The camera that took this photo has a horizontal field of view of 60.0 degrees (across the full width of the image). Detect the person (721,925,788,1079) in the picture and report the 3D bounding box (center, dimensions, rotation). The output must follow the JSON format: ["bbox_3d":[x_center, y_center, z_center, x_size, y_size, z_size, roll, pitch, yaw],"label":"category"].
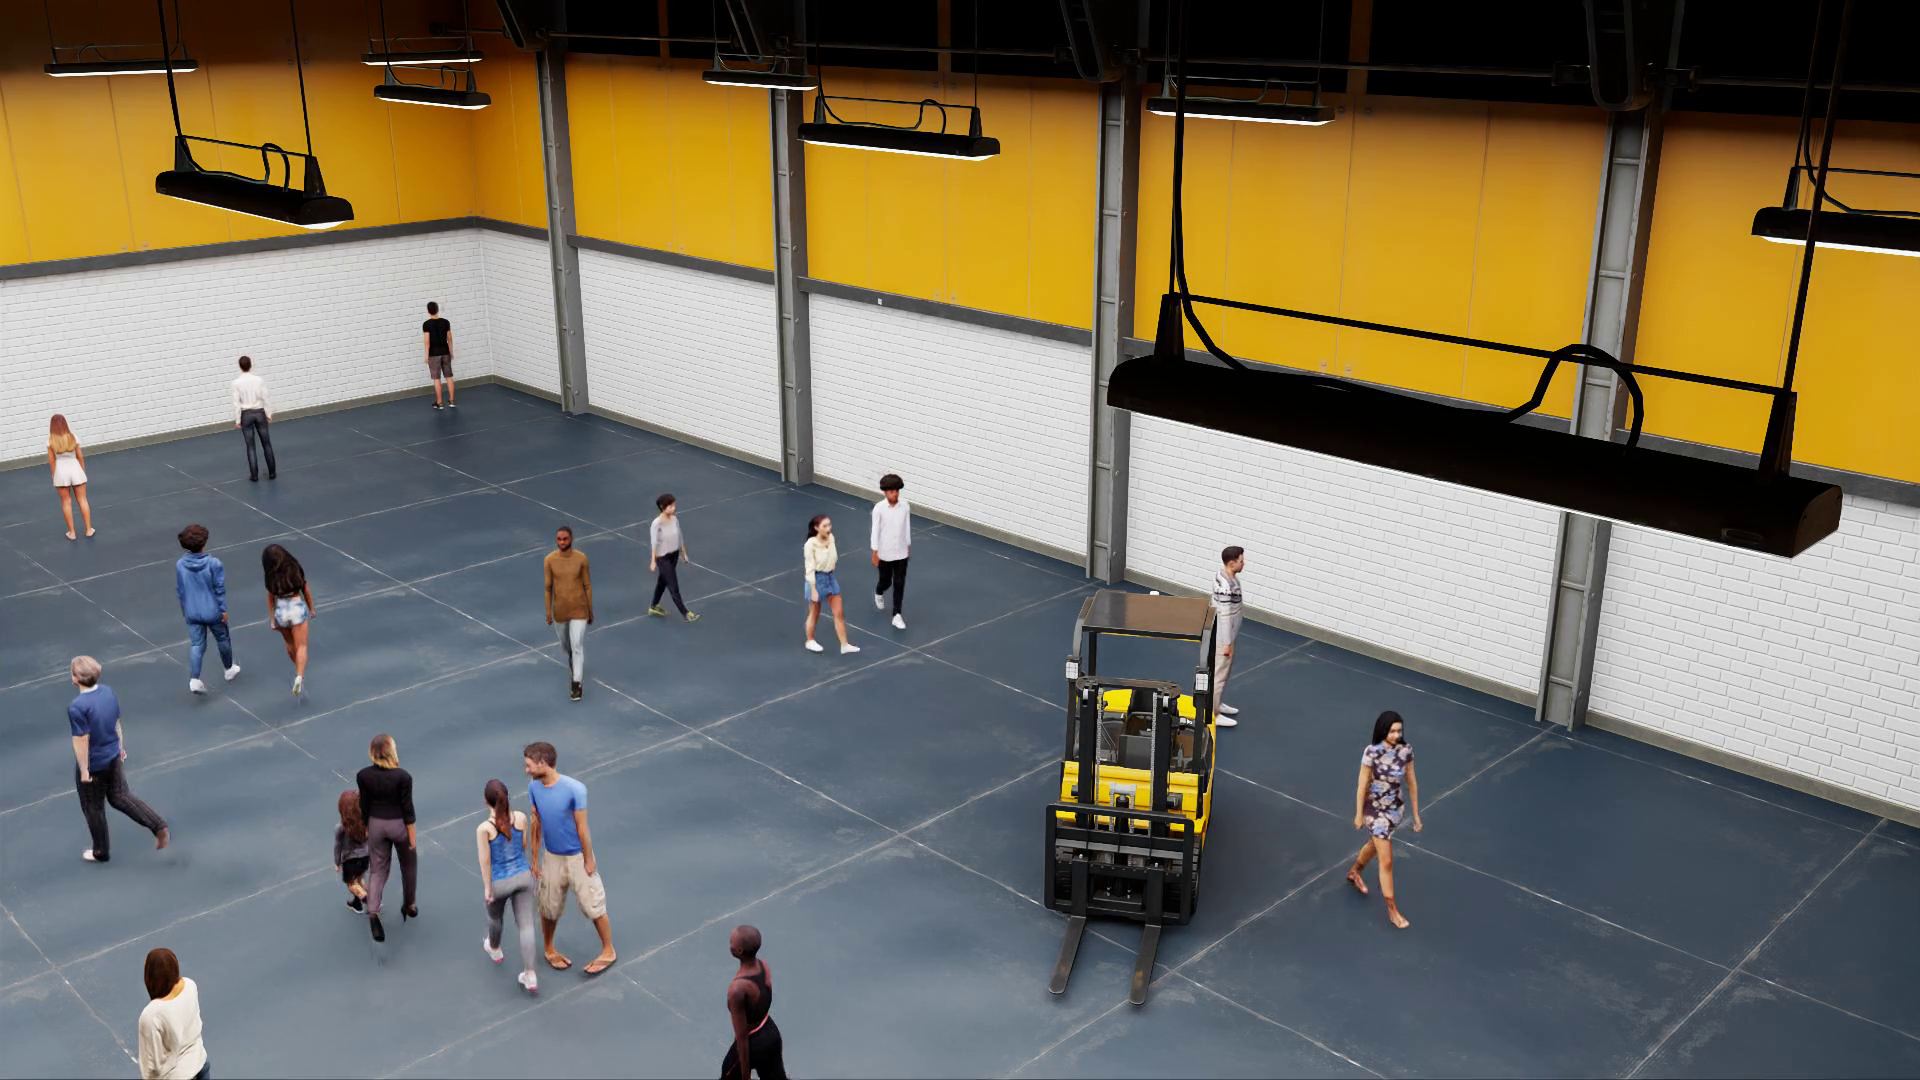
[{"bbox_3d":[-1.158,3.167,10.133,1.196,1.714,0.861,8,20,23],"label":"person"}]

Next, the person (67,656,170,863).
[{"bbox_3d":[-7.070,1.850,13.829,1.118,1.852,0.967,4,19,13],"label":"person"}]

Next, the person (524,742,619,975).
[{"bbox_3d":[-2.968,2.336,12.425,0.768,1.828,0.897,2,19,5],"label":"person"}]

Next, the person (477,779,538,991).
[{"bbox_3d":[-3.272,2.550,12.198,0.706,1.567,1.076,-12,22,-32],"label":"person"}]

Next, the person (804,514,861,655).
[{"bbox_3d":[-1.586,0.478,18.287,0.941,1.607,0.687,15,24,38],"label":"person"}]

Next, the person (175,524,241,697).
[{"bbox_3d":[-7.851,0.751,17.201,1.112,1.783,1.217,-2,19,-6],"label":"person"}]

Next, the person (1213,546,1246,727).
[{"bbox_3d":[2.624,0.928,16.572,0.795,1.848,0.755,2,19,5],"label":"person"}]

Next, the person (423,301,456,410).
[{"bbox_3d":[-9.043,-3.220,28.871,0.692,1.861,0.612,-14,23,-36],"label":"person"}]

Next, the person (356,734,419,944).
[{"bbox_3d":[-4.400,2.318,12.758,0.982,1.649,1.037,0,19,0],"label":"person"}]

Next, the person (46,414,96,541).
[{"bbox_3d":[-11.847,-0.853,22.101,0.629,1.696,0.639,-10,21,-27],"label":"person"}]

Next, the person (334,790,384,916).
[{"bbox_3d":[-4.740,2.496,13.097,0.758,1.095,0.569,11,22,30],"label":"person"}]

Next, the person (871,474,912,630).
[{"bbox_3d":[-0.808,0.099,19.121,0.874,1.792,1.076,-8,20,-22],"label":"person"}]

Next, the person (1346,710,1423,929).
[{"bbox_3d":[3.328,2.142,13.218,0.916,1.689,1.203,-7,20,-19],"label":"person"}]

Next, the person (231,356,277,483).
[{"bbox_3d":[-10.469,-1.803,24.648,0.717,1.869,0.621,-11,21,-29],"label":"person"}]

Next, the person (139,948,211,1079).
[{"bbox_3d":[-4.715,3.207,10.065,0.715,1.682,0.699,4,19,11],"label":"person"}]

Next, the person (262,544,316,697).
[{"bbox_3d":[-6.914,0.858,17.206,0.912,1.578,1.105,-5,19,-15],"label":"person"}]

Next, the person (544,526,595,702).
[{"bbox_3d":[-4.053,0.706,17.315,1.055,1.796,1.186,-2,19,-7],"label":"person"}]

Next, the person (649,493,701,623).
[{"bbox_3d":[-3.453,0.205,19.252,1.077,1.508,0.727,11,22,30],"label":"person"}]
